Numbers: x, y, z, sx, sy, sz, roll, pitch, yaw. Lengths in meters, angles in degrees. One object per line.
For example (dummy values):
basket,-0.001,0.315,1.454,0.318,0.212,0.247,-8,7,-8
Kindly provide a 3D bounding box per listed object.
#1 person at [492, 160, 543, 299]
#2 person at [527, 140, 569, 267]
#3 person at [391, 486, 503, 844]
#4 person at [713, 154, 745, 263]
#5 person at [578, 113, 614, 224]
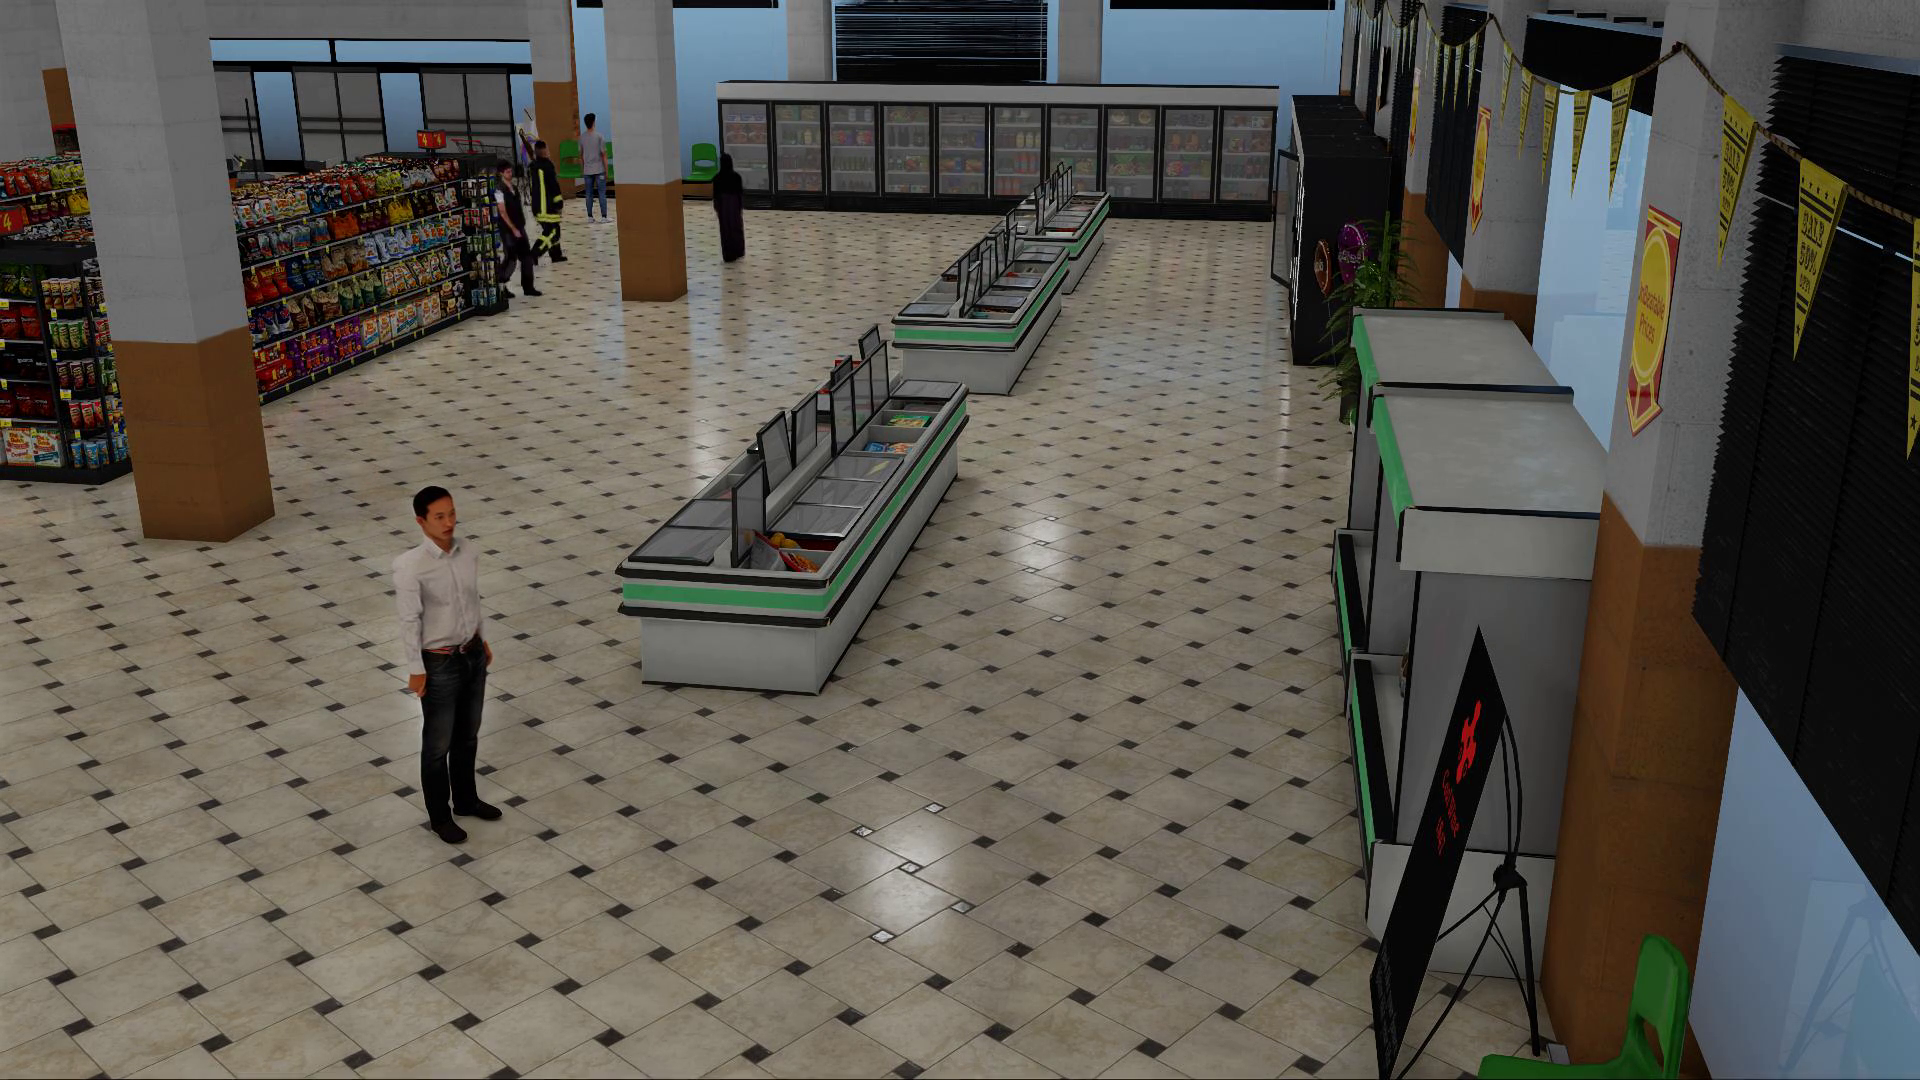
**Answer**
person,-6.069,-4.133,22.239,0.820,1.828,0.823,5,19,14
person,-6.223,-4.995,24.791,1.043,1.831,1.186,14,23,36
person,-2.544,0.592,8.256,0.790,1.809,0.602,10,21,28
person,-3.515,-5.029,25.234,0.758,1.612,0.928,-3,19,-8
person,-6.455,-6.549,29.308,0.669,1.890,0.563,4,19,11
